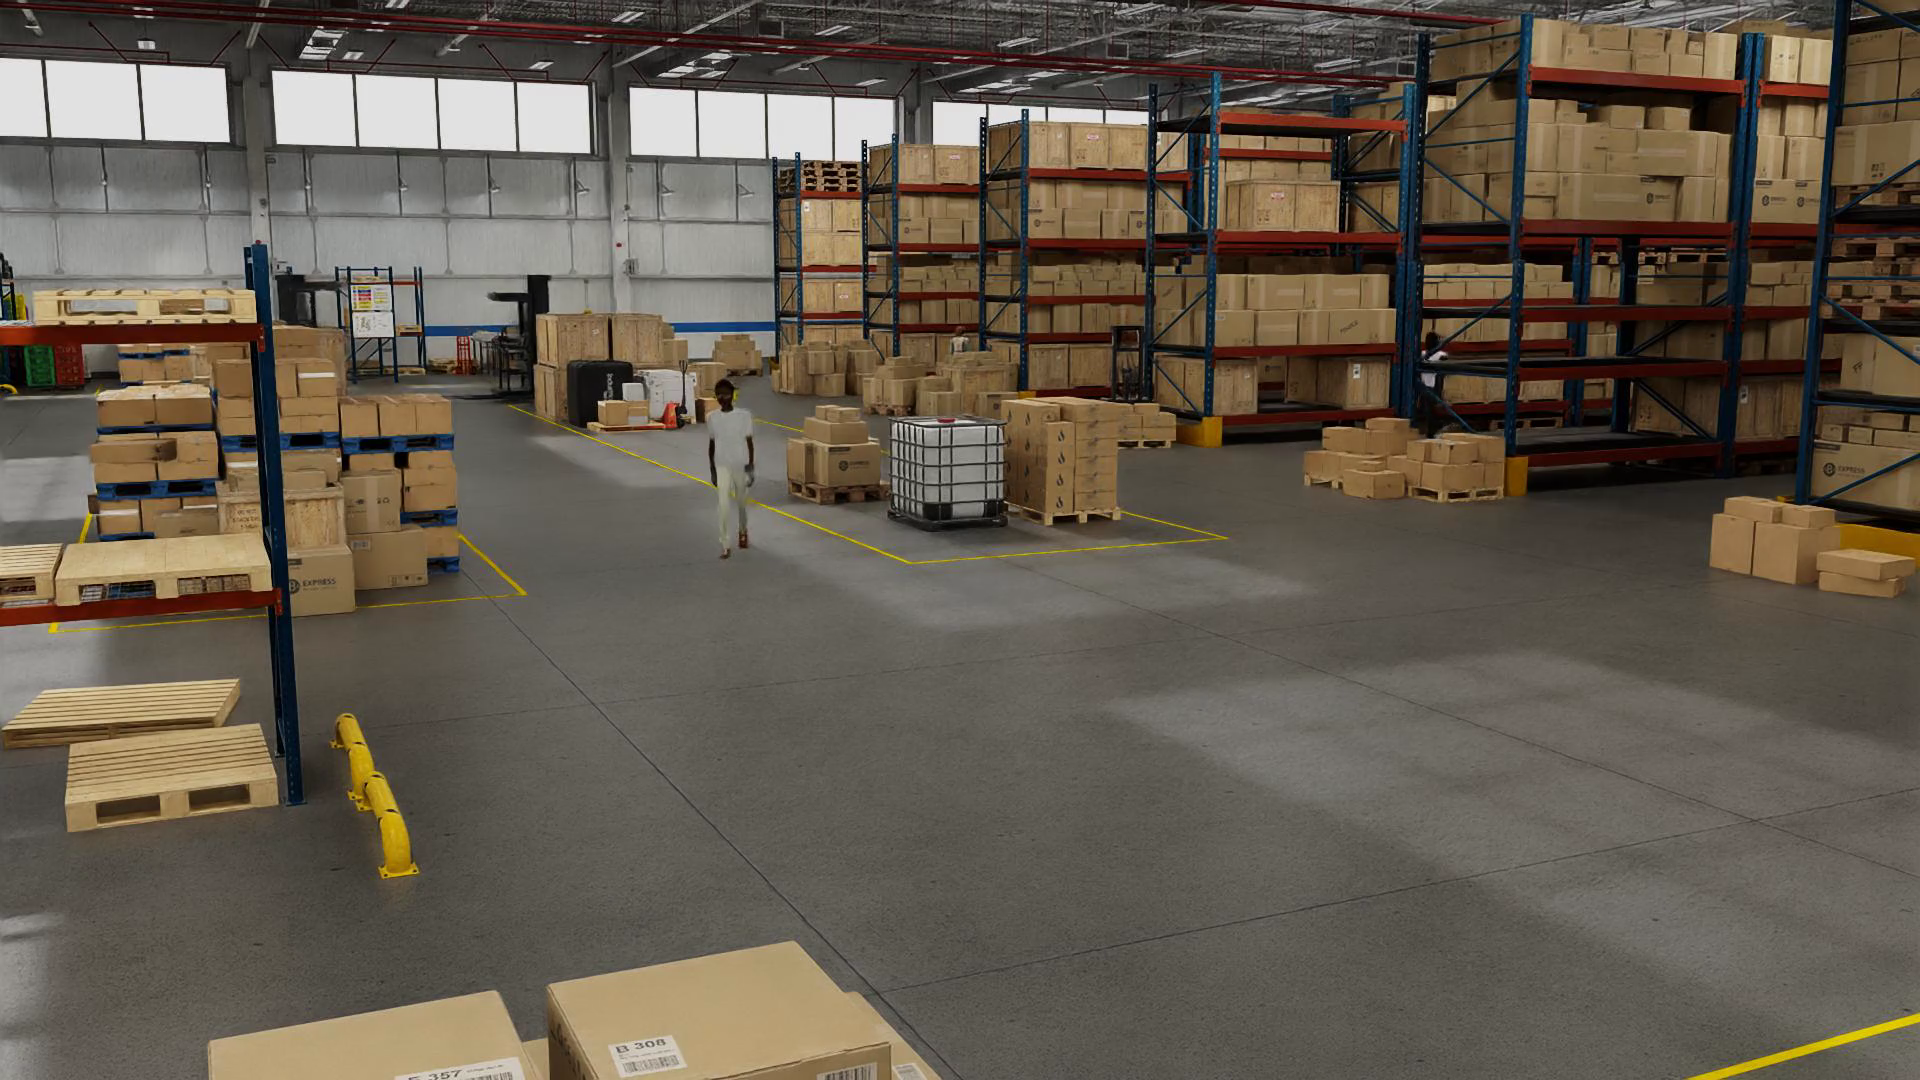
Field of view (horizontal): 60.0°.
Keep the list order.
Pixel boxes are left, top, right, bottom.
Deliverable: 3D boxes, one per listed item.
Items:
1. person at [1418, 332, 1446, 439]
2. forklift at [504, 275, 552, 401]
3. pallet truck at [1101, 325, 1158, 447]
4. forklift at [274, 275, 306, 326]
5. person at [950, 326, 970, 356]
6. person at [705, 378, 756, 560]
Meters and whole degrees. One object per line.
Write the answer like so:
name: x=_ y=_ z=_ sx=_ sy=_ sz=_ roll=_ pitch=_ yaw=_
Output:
person: x=7.958 y=-2.553 z=27.957 sx=0.500 sy=1.900 sz=0.616 roll=-3 pitch=10 yaw=-18
forklift: x=-9.420 y=-4.560 z=37.378 sx=1.873 sy=2.768 sz=1.129 roll=-4 pitch=10 yaw=-25
pallet truck: x=2.881 y=-2.596 z=27.923 sx=0.823 sy=1.965 sz=1.885 roll=-1 pitch=9 yaw=-7
forklift: x=-16.199 y=-5.040 z=40.358 sx=1.873 sy=2.768 sz=1.129 roll=0 pitch=9 yaw=2
person: x=0.005 y=-4.162 z=38.750 sx=0.512 sy=1.641 sz=0.307 roll=4 pitch=10 yaw=24
person: x=-2.332 y=-0.754 z=17.026 sx=0.516 sy=1.836 sz=0.900 roll=0 pitch=9 yaw=-3
